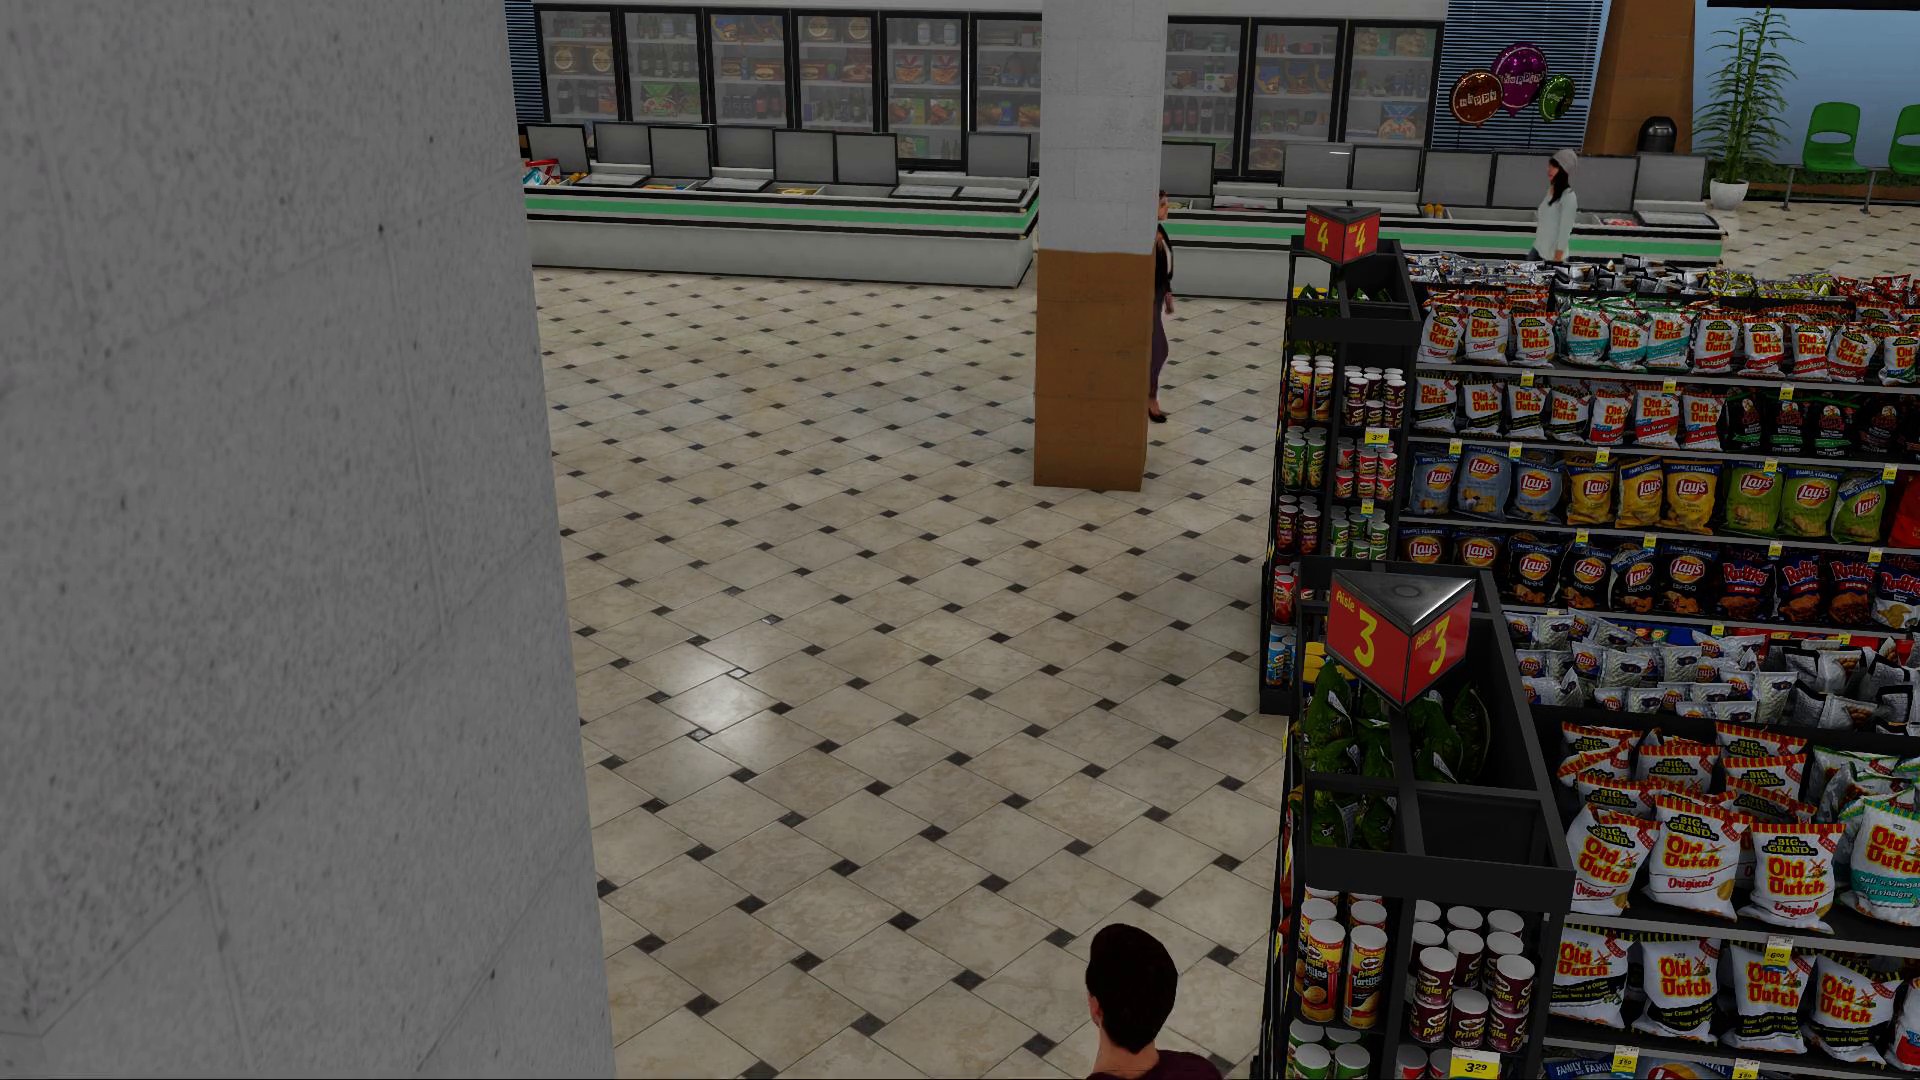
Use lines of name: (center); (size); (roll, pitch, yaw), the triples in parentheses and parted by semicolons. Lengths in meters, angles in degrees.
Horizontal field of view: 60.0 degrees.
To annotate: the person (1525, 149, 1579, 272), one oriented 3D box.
person: (4.734, -2.239, 13.124); (1.148, 1.607, 0.806); (-3, 24, -7)
